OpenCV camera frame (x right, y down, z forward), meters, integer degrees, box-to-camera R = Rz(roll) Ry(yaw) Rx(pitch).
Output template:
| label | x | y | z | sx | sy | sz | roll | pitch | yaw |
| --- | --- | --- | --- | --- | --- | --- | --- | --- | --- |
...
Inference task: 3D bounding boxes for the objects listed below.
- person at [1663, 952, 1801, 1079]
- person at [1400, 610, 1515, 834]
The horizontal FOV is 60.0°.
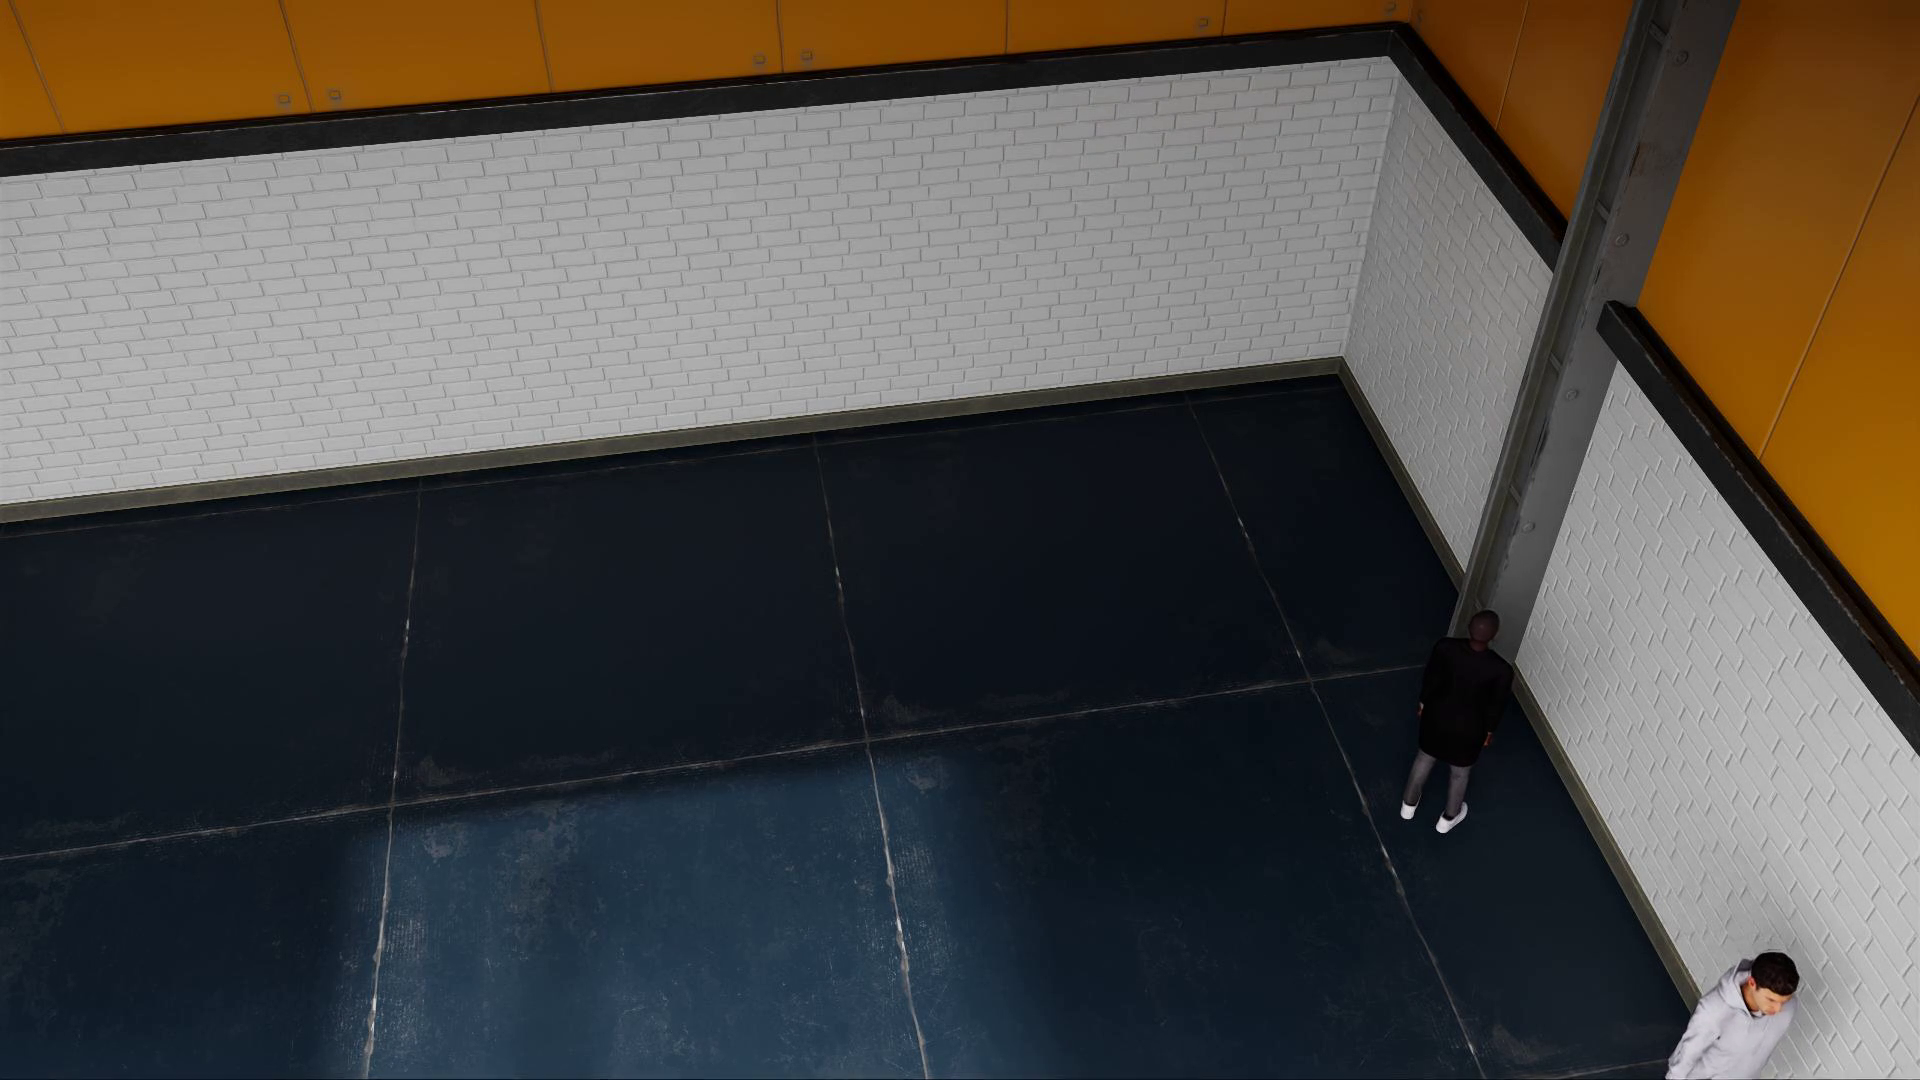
| label | x | y | z | sx | sy | sz | roll | pitch | yaw |
| --- | --- | --- | --- | --- | --- | --- | --- | --- | --- |
| person | 3.636 | 2.549 | 8.077 | 0.689 | 1.927 | 0.573 | -10 | 44 | -10 |
| person | 2.902 | 1.060 | 9.761 | 0.721 | 1.761 | 0.775 | 25 | 49 | 24 |
